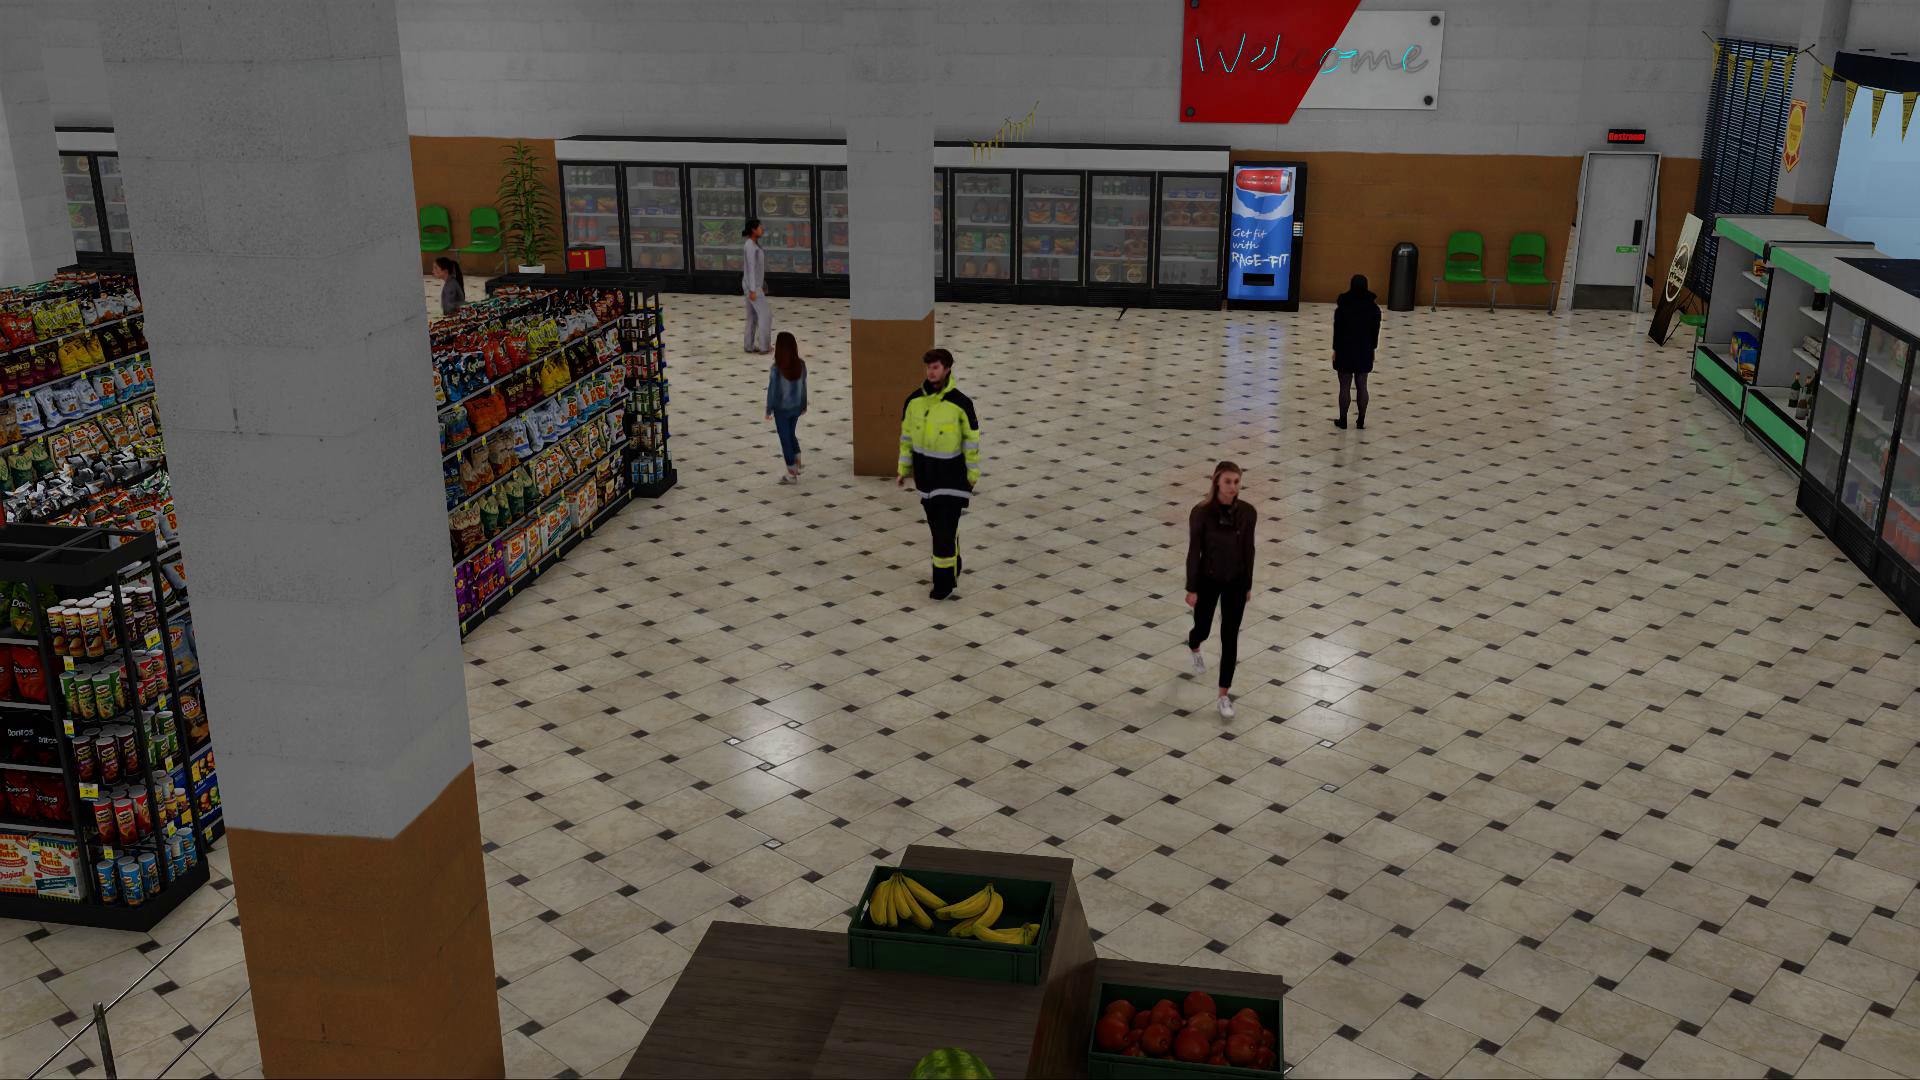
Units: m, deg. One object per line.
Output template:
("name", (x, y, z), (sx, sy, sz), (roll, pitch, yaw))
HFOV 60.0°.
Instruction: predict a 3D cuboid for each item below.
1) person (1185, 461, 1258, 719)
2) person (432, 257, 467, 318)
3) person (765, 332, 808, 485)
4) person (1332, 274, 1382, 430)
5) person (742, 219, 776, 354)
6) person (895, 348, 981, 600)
("person", (1.702, 0.282, 11.029), (0.785, 1.680, 1.117), (-1, 19, -4))
("person", (-5.668, -2.422, 19.149), (0.992, 1.617, 1.072), (-4, 19, -13))
("person", (-1.602, -1.239, 15.873), (0.717, 1.468, 0.628), (17, 25, 41))
("person", (4.242, -2.028, 17.889), (0.725, 1.674, 0.711), (-1, 19, -3))
("person", (-2.737, -3.268, 21.491), (0.825, 1.724, 0.750), (-1, 19, -4))
("person", (-0.090, -0.561, 13.099), (0.979, 1.955, 1.096), (12, 22, 31))
